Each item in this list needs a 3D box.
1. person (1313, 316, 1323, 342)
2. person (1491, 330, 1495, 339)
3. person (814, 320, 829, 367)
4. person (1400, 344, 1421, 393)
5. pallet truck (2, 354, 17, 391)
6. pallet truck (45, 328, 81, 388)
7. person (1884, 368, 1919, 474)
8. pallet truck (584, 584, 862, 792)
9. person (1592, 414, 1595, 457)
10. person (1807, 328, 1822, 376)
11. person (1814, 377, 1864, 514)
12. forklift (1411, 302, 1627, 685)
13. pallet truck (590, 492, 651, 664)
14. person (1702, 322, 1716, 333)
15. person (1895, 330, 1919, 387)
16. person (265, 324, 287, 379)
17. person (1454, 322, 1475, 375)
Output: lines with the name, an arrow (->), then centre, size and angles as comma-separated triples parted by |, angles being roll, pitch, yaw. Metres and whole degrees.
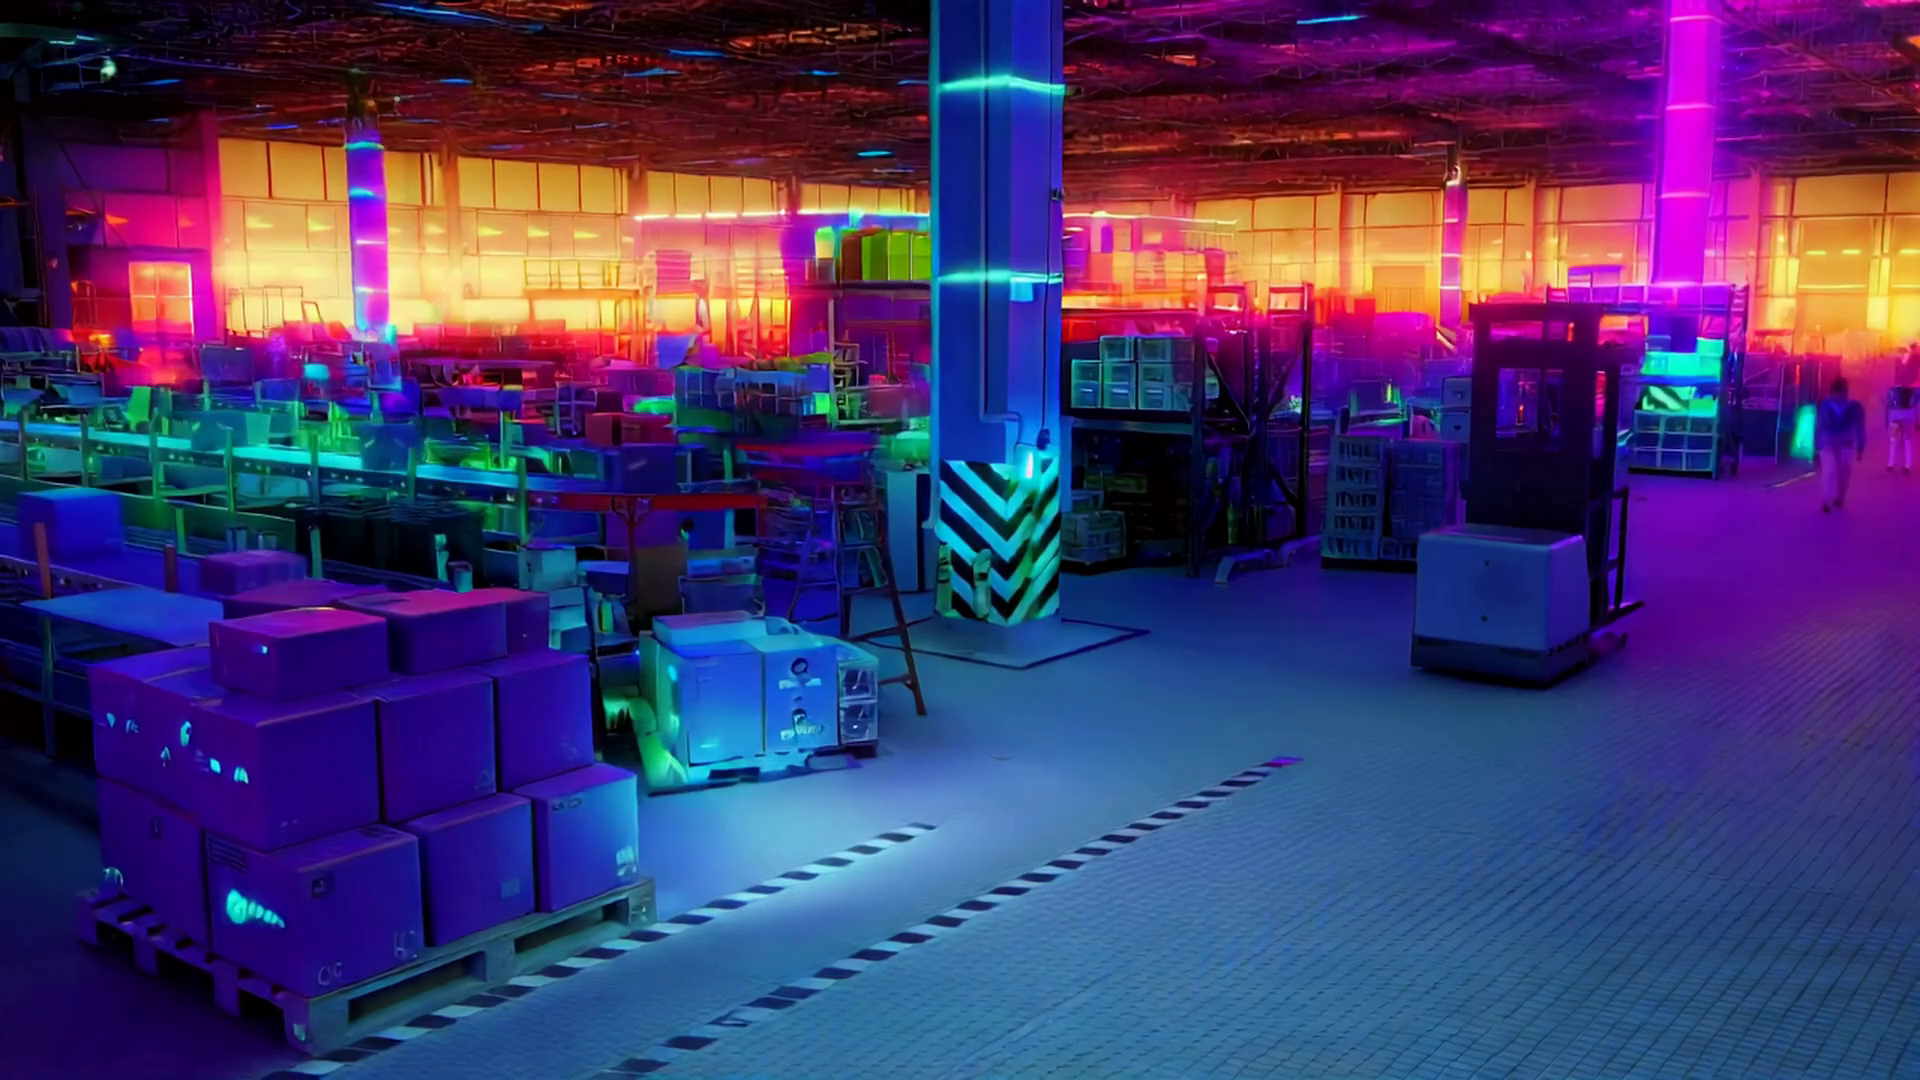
person -> 17.475, -9.961, 80.653 | 0.907, 1.797, 0.636 | 0, 8, 1
person -> 13.715, -4.526, 43.434 | 0.409, 1.987, 0.607 | 2, 9, 13
person -> -5.369, -7.588, 64.509 | 0.828, 1.857, 0.579 | 1, 8, 7
person -> 10.178, -3.523, 37.428 | 0.547, 1.741, 0.711 | 8, 11, 43
pallet truck -> -24.881, -4.417, 42.634 | 1.885, 1.965, 0.823 | 8, 11, 41
pallet truck -> -23.775, -4.544, 43.495 | 1.885, 1.965, 0.823 | 6, 10, 35
person -> 15.126, -1.904, 26.692 | 0.540, 1.699, 0.315 | 3, 9, 19
pallet truck -> -1.426, 0.805, 10.019 | 1.601, 1.201, 0.680 | -4, 9, -26
person -> 7.390, -0.864, 20.017 | 0.799, 1.599, 0.503 | 7, 11, 39
person -> 29.826, -6.559, 58.105 | 0.500, 1.691, 0.937 | 8, 12, 44
person -> 11.662, -1.271, 22.086 | 0.596, 1.806, 0.837 | 5, 10, 32
forklift -> 4.379, -0.438, 12.852 | 1.129, 2.768, 1.873 | 7, 11, 37
pallet truck -> -3.115, 0.344, 12.883 | 0.653, 1.274, 1.630 | 7, 11, 37
person -> 25.617, -6.524, 57.060 | 0.624, 1.926, 0.424 | -3, 9, -19
person -> 22.784, -4.032, 39.895 | 0.696, 2.000, 0.537 | -5, 10, -28
person -> -19.833, -5.227, 48.068 | 0.863, 2.003, 0.632 | 3, 9, 18
person -> 18.123, -6.814, 59.249 | 0.981, 1.889, 0.542 | 2, 9, 13
